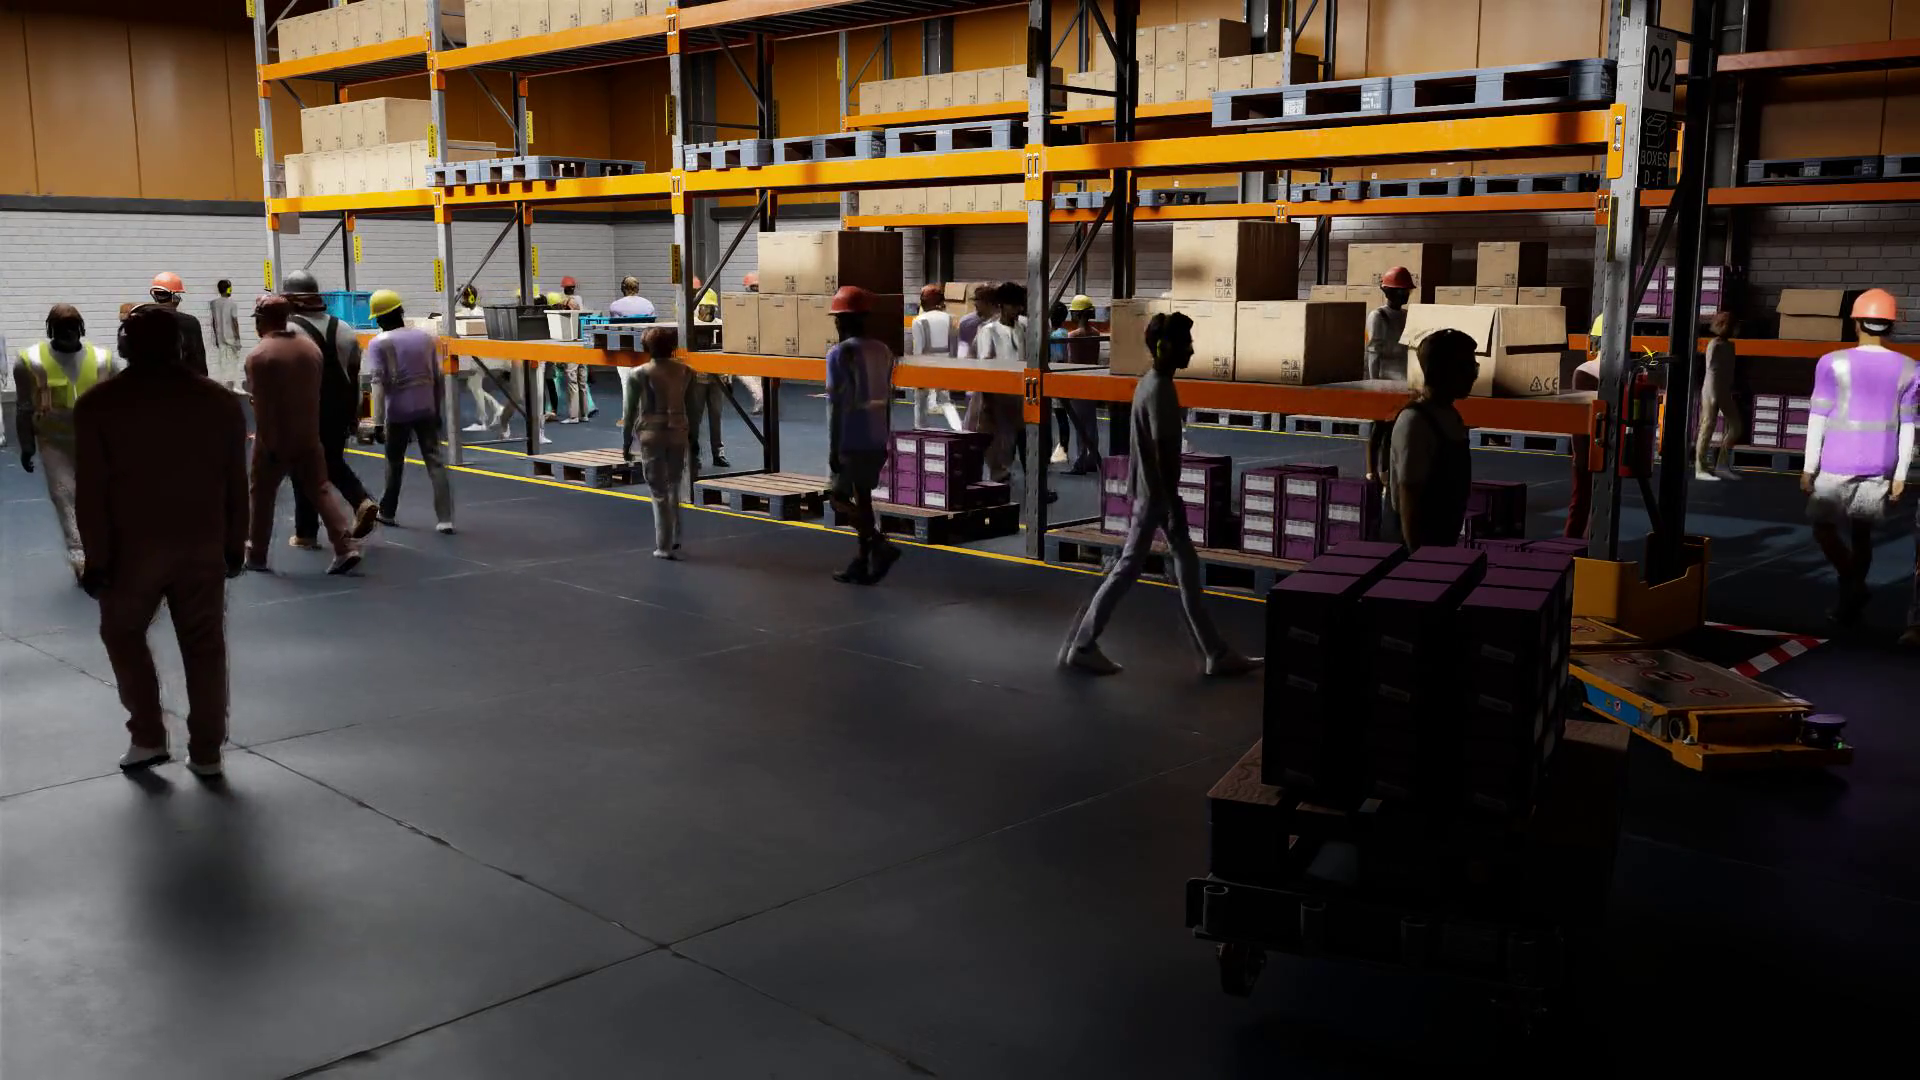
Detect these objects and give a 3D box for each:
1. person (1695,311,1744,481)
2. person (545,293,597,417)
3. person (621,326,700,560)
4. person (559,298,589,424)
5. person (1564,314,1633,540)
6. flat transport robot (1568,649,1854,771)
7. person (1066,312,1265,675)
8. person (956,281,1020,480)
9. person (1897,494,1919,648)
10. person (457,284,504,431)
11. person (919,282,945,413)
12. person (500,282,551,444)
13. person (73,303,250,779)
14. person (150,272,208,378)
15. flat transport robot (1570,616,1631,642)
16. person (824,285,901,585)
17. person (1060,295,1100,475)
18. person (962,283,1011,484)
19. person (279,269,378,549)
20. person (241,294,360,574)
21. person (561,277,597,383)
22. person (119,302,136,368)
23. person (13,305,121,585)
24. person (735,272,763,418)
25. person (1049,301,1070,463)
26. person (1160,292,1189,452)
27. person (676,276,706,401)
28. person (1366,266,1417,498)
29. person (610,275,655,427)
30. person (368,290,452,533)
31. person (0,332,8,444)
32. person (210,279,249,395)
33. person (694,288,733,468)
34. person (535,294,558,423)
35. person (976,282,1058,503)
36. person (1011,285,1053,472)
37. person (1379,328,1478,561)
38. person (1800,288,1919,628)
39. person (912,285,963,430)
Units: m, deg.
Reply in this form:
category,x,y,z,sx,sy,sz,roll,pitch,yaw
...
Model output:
category,x,y,z,sx,sy,sz,roll,pitch,yaw
person,7.253,-1.348,15.747,0.535,1.614,0.523,-8,12,-41
person,-5.358,-2.504,22.607,0.887,1.705,0.542,3,10,19
person,-2.120,-0.684,11.656,0.547,1.617,0.525,-6,11,-34
person,-5.052,-2.336,21.760,0.308,1.641,0.515,4,10,22
person,4.020,-0.545,10.398,0.535,1.767,0.315,-6,11,-33
flat transport robot,3.152,0.707,7.289,0.652,0.197,1.431,-1,9,-8
person,0.992,-0.209,8.193,1.000,1.817,0.546,2,9,11
person,0.260,-1.506,15.877,0.638,1.902,0.407,-3,10,-19
person,5.453,-0.322,8.905,0.805,1.816,0.631,-4,10,-23
person,-5.956,-2.251,20.650,0.529,1.839,0.566,-4,10,-24
person,-0.359,-2.687,23.339,0.430,1.836,0.619,-3,10,-18
person,-5.094,-2.074,19.395,0.845,1.897,0.592,9,13,43
person,-3.174,0.012,6.614,0.671,1.885,0.596,-9,13,-42
person,-6.871,-1.334,14.529,0.619,1.992,0.396,0,9,-1
flat transport robot,2.723,0.548,8.261,1.431,0.197,0.652,-2,9,-10
person,-0.594,-0.635,10.472,0.590,1.920,0.550,8,12,42
person,1.192,-1.524,16.401,0.312,1.769,0.525,6,11,32
person,0.242,-1.364,15.033,0.442,1.888,0.661,1,9,6
person,-4.631,-0.937,11.958,0.699,2.000,0.697,6,11,32
person,-4.424,-0.687,11.004,0.988,1.867,0.637,5,10,26
person,-6.838,-3.702,29.416,1.013,1.889,0.549,6,11,33
person,-10.217,-2.156,20.751,0.697,1.610,0.507,0,9,-1
person,-5.738,-0.627,10.823,0.649,1.791,0.952,-7,12,-38
person,-2.771,-2.624,22.496,0.482,1.974,0.639,8,12,41
person,1.024,-1.645,17.347,0.322,1.696,0.536,1,9,5
person,1.833,-1.298,14.850,0.524,1.813,0.612,7,11,35
person,-4.123,-3.100,25.598,0.558,1.922,0.741,-8,12,-39
person,3.856,-1.401,14.793,0.379,2.041,0.616,9,13,43
person,-4.203,-2.413,21.321,0.631,1.939,0.369,-9,13,-43
person,-4.282,-0.984,12.809,1.001,1.853,0.660,9,13,42
person,-11.041,-1.830,18.778,0.519,1.595,0.810,-6,11,-31
person,-11.596,-3.198,26.410,0.549,1.844,0.620,2,9,12
person,-2.576,-1.644,16.927,0.590,1.835,0.404,-6,11,-31
person,-5.496,-2.378,21.841,0.316,1.695,0.542,5,11,28
person,0.397,-1.252,14.290,0.640,1.907,1.034,-8,12,-41
person,0.662,-1.626,16.751,0.623,1.848,1.047,-4,10,-21
person,1.870,0.061,6.606,0.988,1.790,0.540,8,12,40
person,4.989,-0.426,9.206,0.559,1.918,0.606,1,9,9
person,-0.248,-1.840,18.080,0.577,1.857,0.847,-6,11,-34
